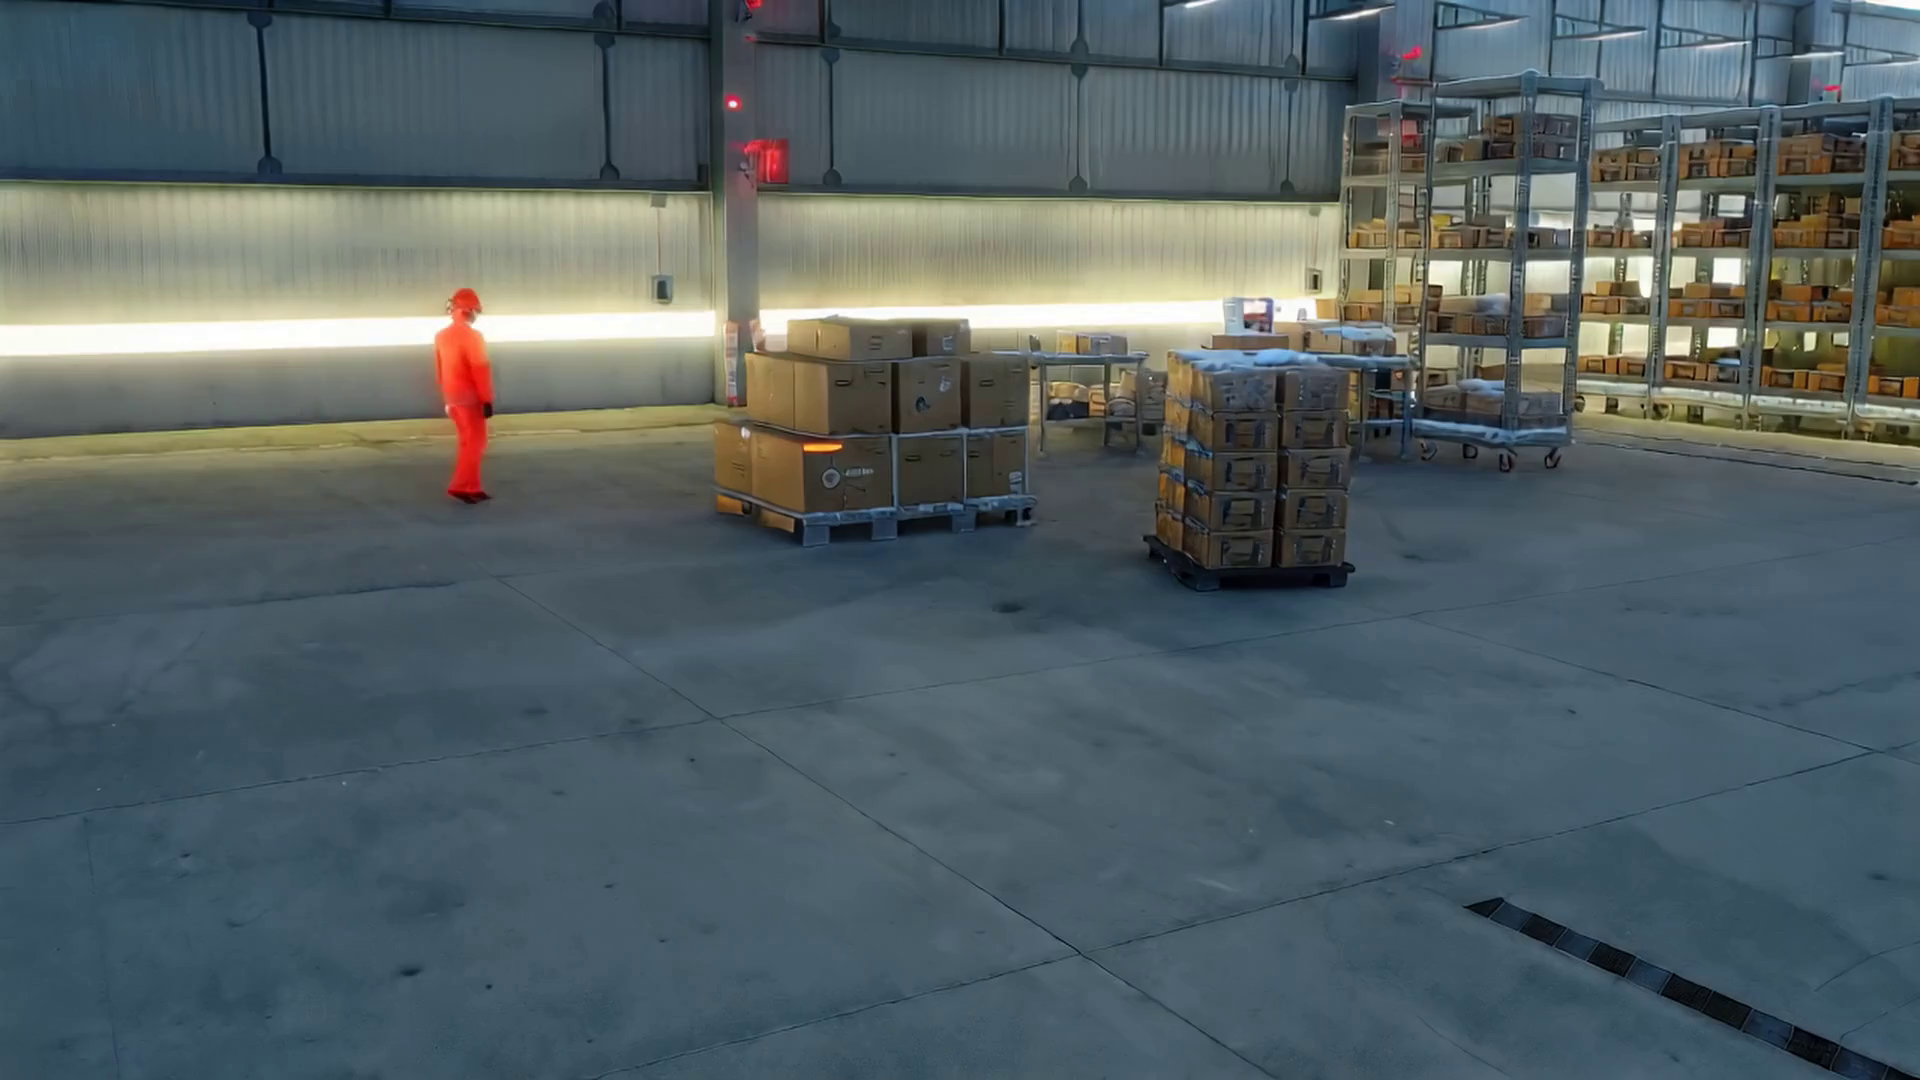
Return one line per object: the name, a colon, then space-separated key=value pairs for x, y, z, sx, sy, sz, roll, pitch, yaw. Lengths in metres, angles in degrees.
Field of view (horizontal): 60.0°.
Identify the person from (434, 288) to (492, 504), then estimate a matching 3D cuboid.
person: x=-3.988 y=-1.153 z=13.433 sx=0.573 sy=1.739 sz=0.438 roll=8 pitch=13 yaw=37
